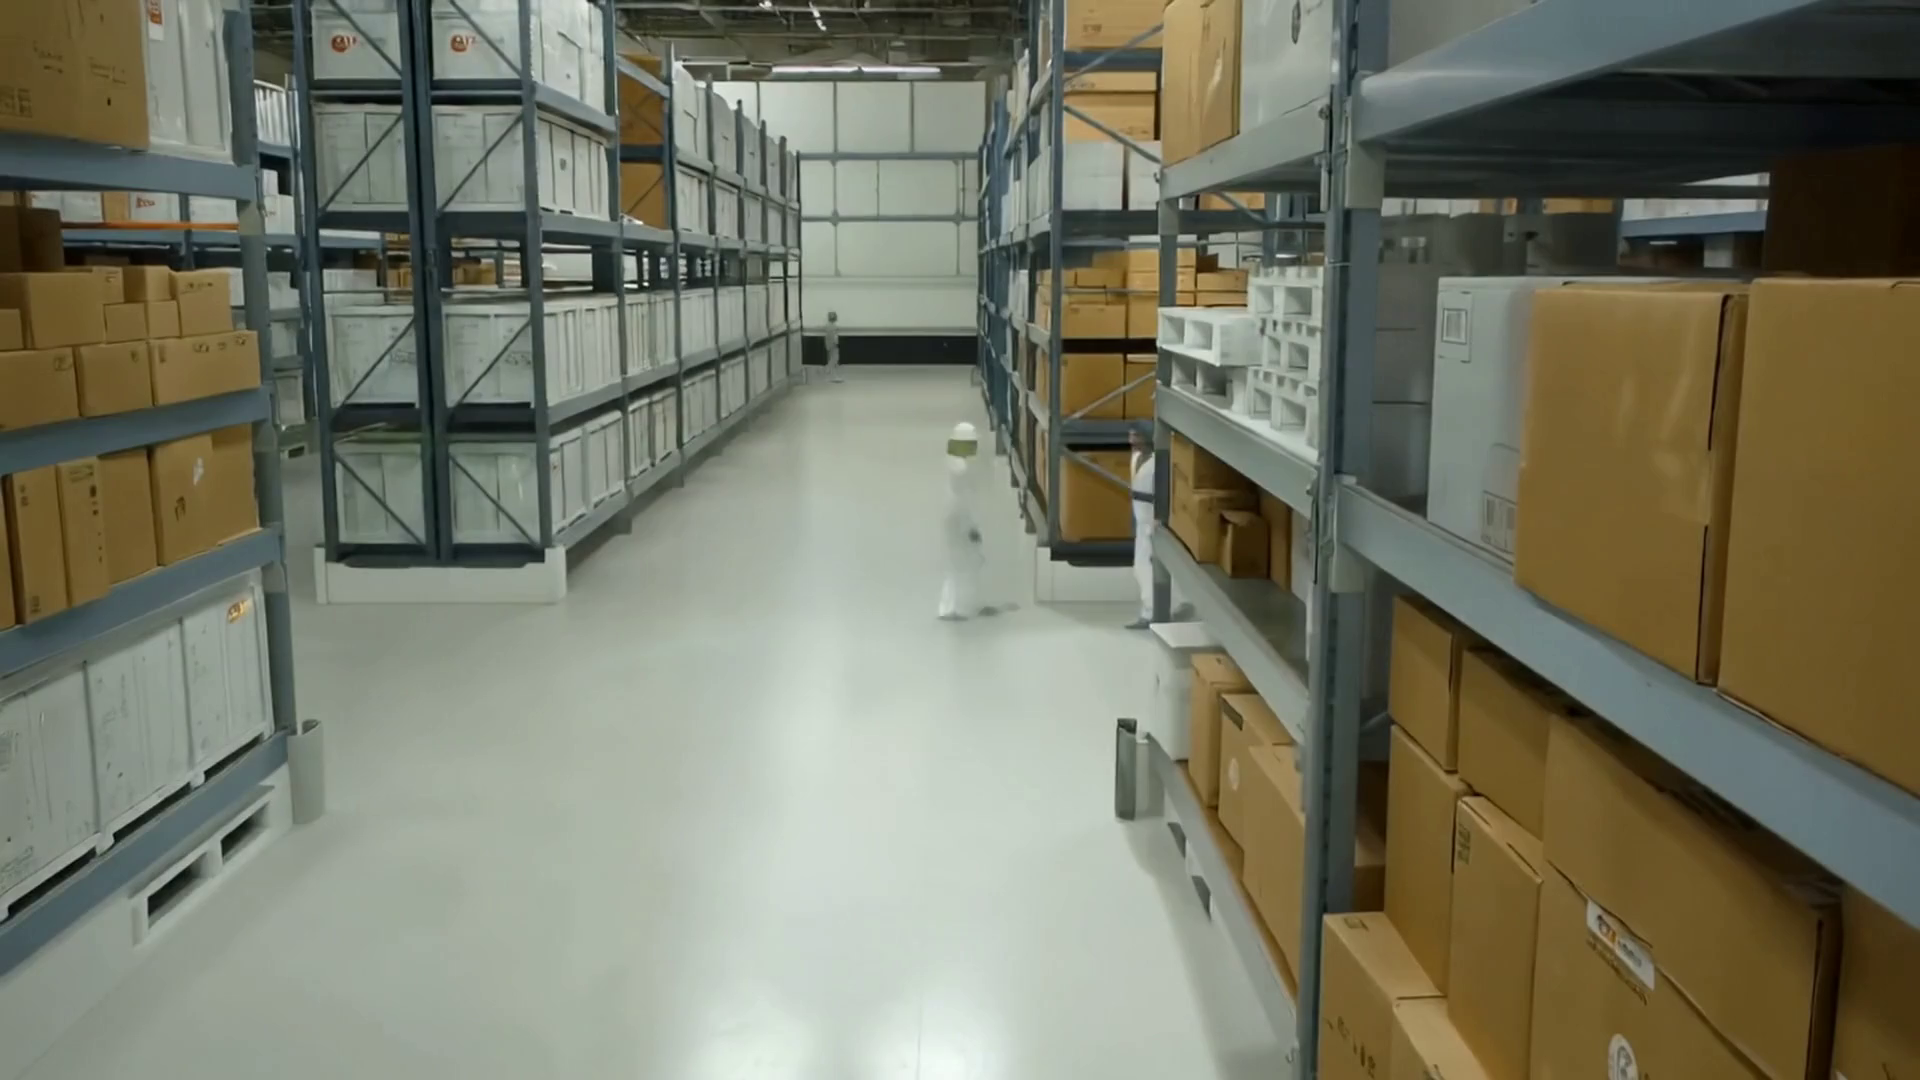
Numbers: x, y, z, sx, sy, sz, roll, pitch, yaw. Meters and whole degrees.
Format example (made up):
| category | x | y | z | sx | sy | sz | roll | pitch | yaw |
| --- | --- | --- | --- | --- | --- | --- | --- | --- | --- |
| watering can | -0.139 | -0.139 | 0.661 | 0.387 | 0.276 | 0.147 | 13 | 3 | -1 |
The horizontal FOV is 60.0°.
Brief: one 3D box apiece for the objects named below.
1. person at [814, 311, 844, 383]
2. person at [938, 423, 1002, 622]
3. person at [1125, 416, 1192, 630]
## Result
| category | x | y | z | sx | sy | sz | roll | pitch | yaw |
| --- | --- | --- | --- | --- | --- | --- | --- | --- | --- |
| person | -3.496 | -5.141 | 44.326 | 0.716 | 1.917 | 0.636 | -1 | 9 | -4 |
| person | 0.112 | -0.145 | 14.268 | 0.691 | 1.721 | 0.519 | 0 | 9 | -2 |
| person | 1.634 | -0.128 | 13.879 | 0.530 | 1.817 | 0.619 | -3 | 10 | -20 |
